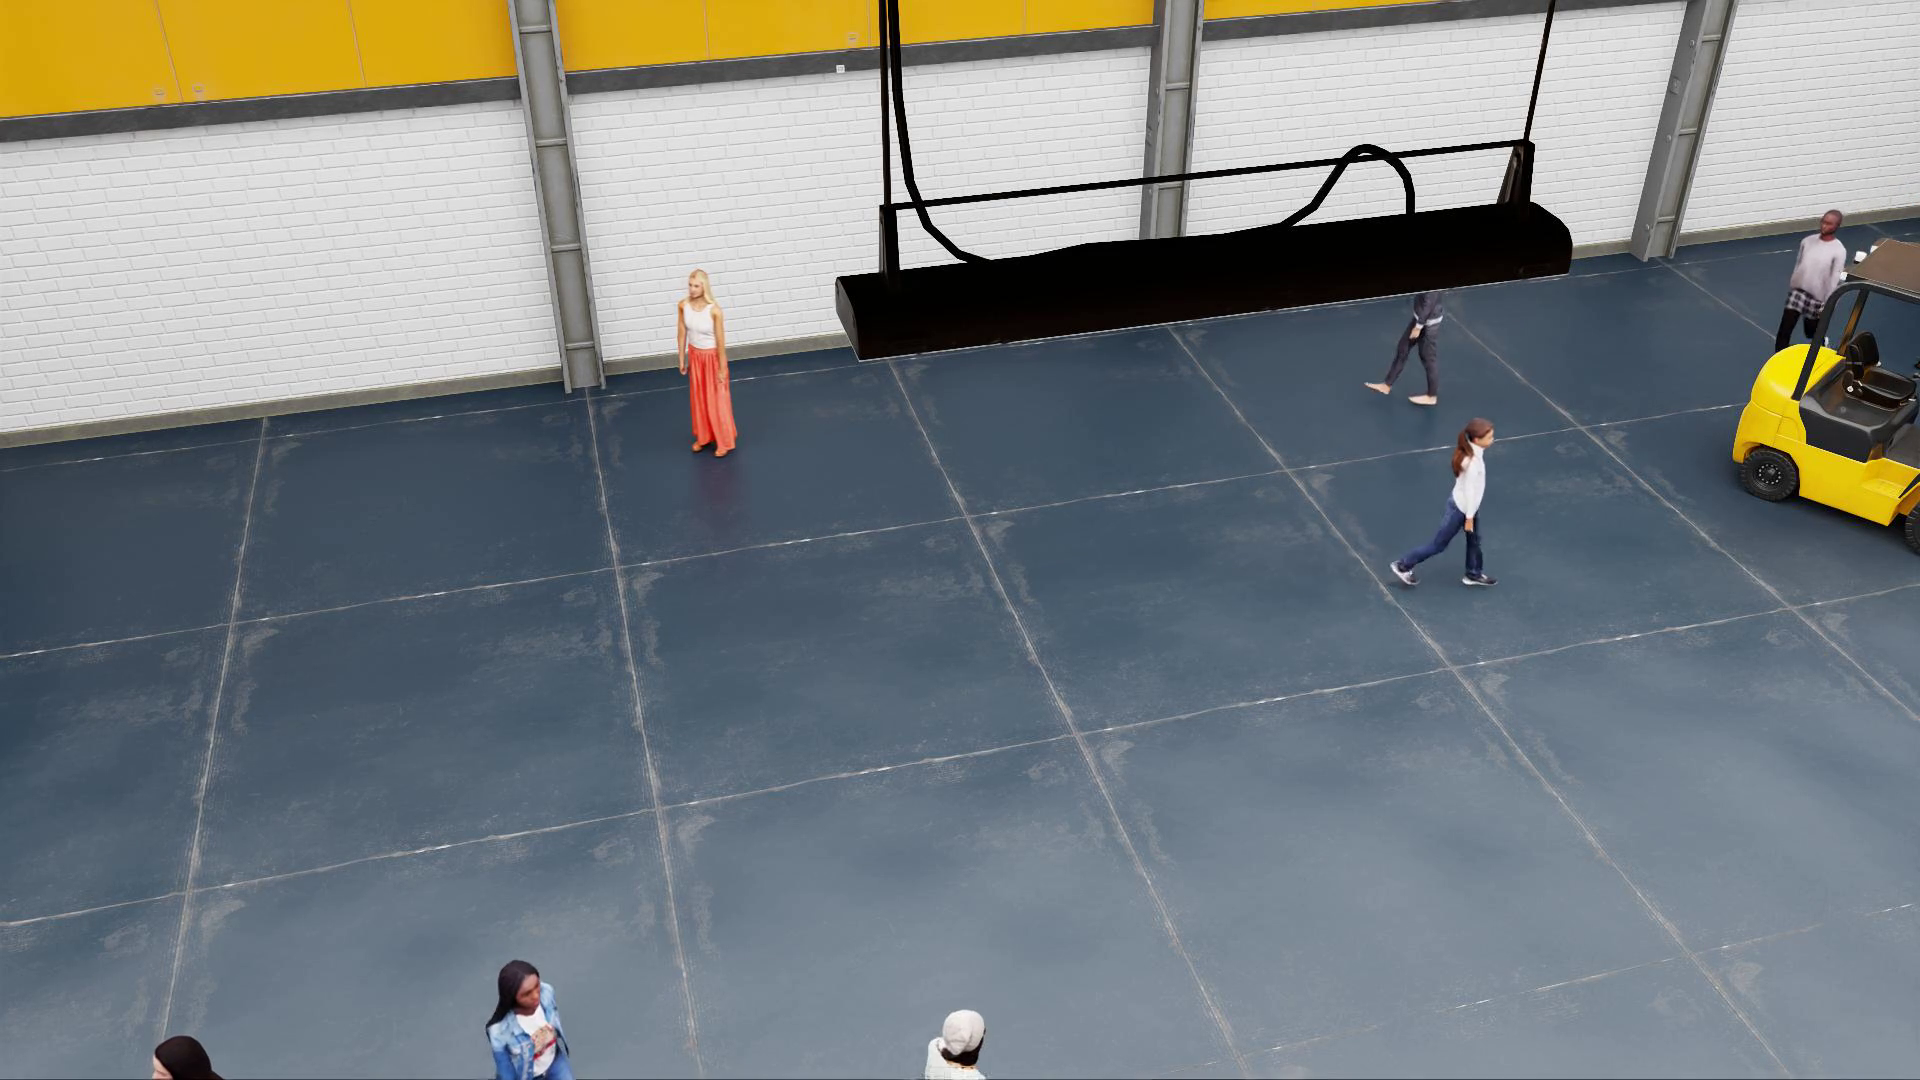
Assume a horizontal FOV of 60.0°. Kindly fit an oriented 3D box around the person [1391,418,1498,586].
[{"bbox_3d":[3.868,-0.264,13.101,1.140,1.526,0.860,7,34,10],"label":"person"}]

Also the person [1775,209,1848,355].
[{"bbox_3d":[8.244,-2.353,16.043,1.177,1.748,0.879,-21,39,-29],"label":"person"}]

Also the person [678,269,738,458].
[{"bbox_3d":[-2.260,-1.588,14.847,0.718,1.799,0.791,15,36,21],"label":"person"}]

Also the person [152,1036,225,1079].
[{"bbox_3d":[-3.546,2.990,7.996,0.772,1.757,0.804,24,41,32],"label":"person"}]

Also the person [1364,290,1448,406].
[{"bbox_3d":[4.461,-2.057,15.599,1.008,1.747,0.831,3,34,5],"label":"person"}]

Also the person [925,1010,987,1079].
[{"bbox_3d":[-0.078,2.948,8.185,0.857,1.618,1.030,29,43,36],"label":"person"}]

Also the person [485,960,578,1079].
[{"bbox_3d":[-2.240,2.736,8.470,1.163,1.656,1.182,20,39,27],"label":"person"}]
